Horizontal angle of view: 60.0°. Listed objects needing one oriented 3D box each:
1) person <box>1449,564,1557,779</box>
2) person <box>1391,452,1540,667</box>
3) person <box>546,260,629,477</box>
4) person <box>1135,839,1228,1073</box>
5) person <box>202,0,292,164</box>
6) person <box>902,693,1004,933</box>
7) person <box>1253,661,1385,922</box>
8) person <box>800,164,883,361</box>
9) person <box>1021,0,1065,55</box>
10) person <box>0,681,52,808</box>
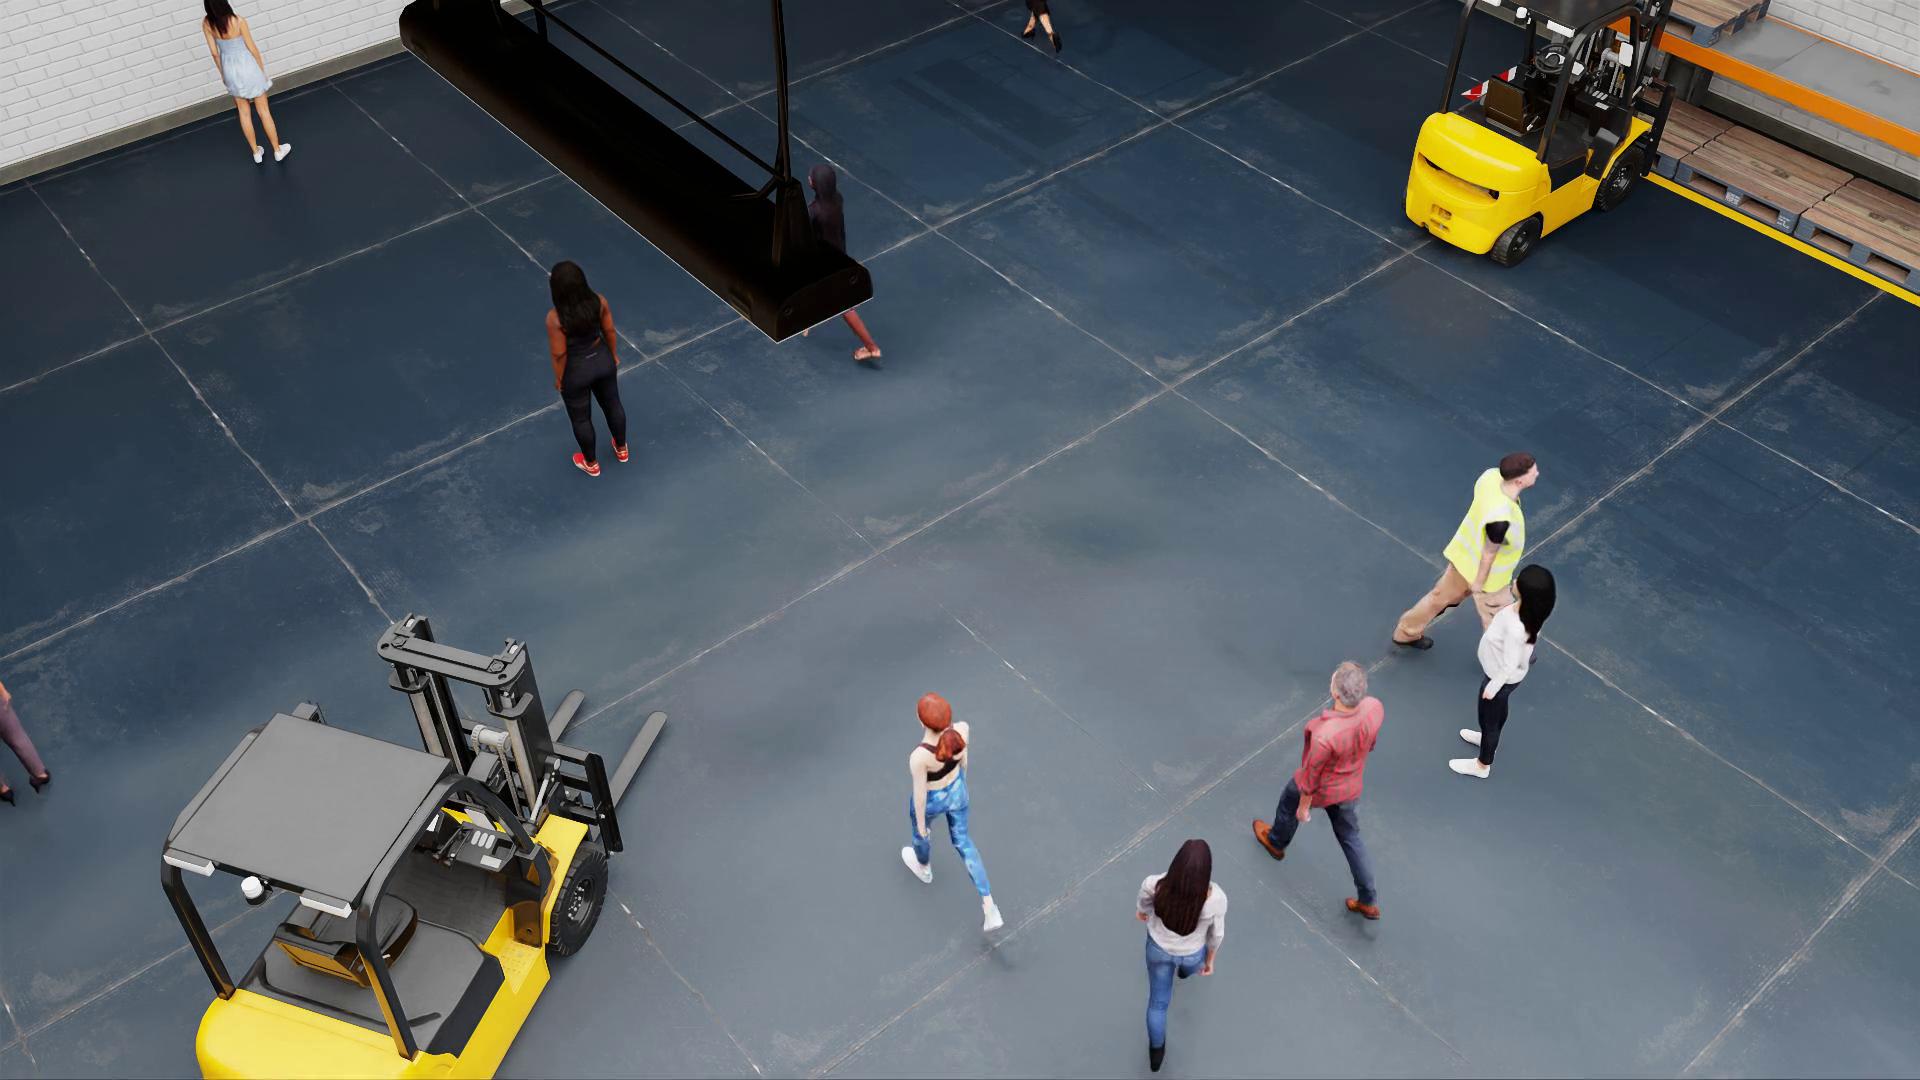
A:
[{"bbox_3d":[3.277,0.782,10.001,0.683,1.700,0.698,19,47,19],"label":"person"},{"bbox_3d":[3.263,0.141,10.597,1.221,1.807,1.215,-1,44,-1],"label":"person"},{"bbox_3d":[-2.709,-1.251,12.051,0.659,1.816,0.602,-28,50,-26],"label":"person"},{"bbox_3d":[1.107,2.184,8.608,1.033,1.591,1.065,6,44,6],"label":"person"},{"bbox_3d":[-6.616,-4.295,15.309,0.673,1.729,0.699,-4,44,-4],"label":"person"},{"bbox_3d":[-0.048,1.510,9.192,0.650,1.762,1.142,-25,49,-24],"label":"person"},{"bbox_3d":[2.122,1.422,9.263,0.855,1.791,1.267,-21,47,-20],"label":"person"},{"bbox_3d":[-0.982,-2.142,13.086,1.296,1.677,0.980,18,47,18],"label":"person"},{"bbox_3d":[0.841,-5.766,16.774,0.761,1.838,1.127,-21,47,-20],"label":"person"},{"bbox_3d":[-5.848,0.982,9.811,0.622,1.672,0.560,-23,48,-23],"label":"person"}]
